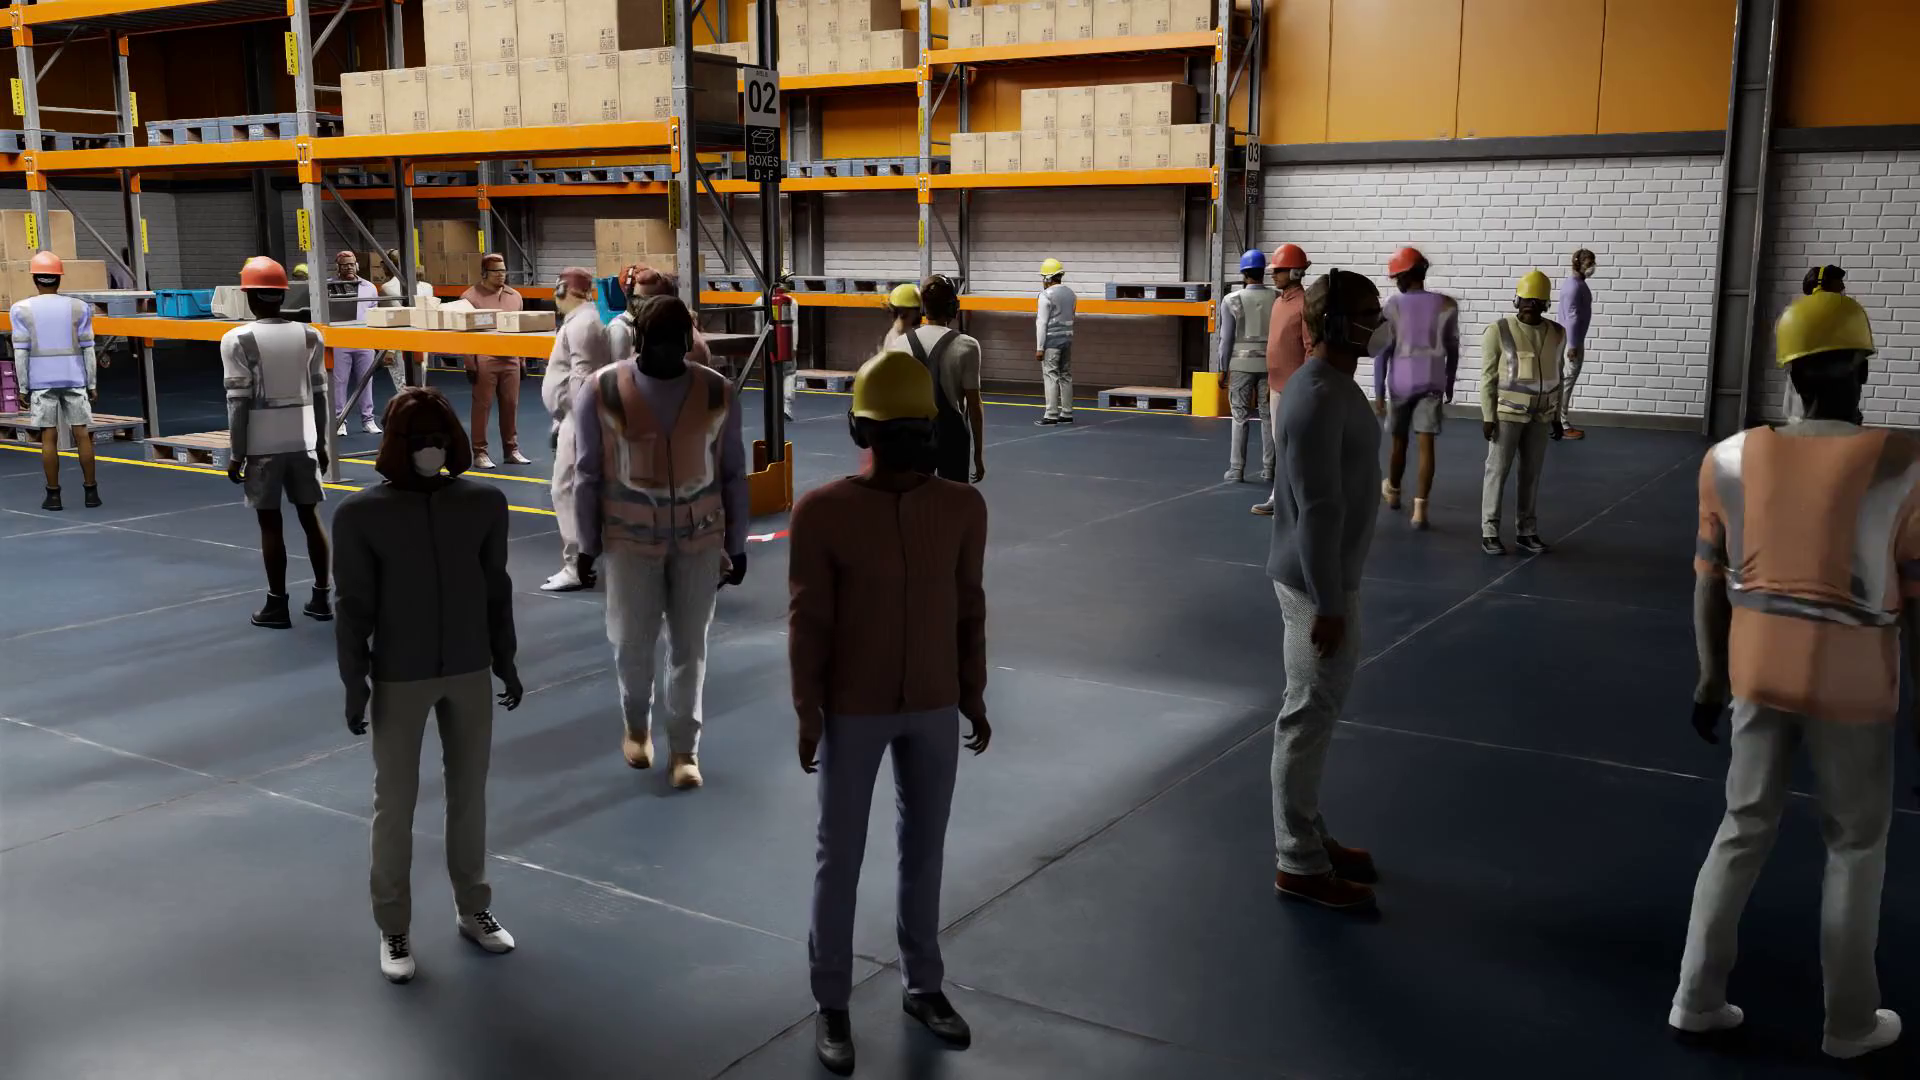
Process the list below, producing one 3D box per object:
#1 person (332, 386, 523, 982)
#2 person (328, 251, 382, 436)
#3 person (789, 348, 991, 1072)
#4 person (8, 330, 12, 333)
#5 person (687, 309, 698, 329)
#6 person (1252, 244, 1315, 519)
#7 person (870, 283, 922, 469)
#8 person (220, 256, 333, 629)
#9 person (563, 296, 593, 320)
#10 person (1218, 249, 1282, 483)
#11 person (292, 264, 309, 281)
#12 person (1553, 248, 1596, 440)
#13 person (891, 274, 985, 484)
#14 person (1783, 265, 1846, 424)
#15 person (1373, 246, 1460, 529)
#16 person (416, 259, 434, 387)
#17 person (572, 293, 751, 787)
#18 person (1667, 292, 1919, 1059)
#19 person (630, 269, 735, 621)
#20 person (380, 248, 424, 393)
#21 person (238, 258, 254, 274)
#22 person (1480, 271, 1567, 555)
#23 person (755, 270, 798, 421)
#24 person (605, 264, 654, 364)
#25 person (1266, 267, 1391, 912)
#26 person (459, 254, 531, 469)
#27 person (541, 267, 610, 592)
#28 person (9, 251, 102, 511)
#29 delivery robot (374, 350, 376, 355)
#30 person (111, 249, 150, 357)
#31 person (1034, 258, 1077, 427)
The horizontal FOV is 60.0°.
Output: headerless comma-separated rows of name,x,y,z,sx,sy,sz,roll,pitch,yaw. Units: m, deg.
person,-1.463,0.387,4.616,0.507,1.631,0.266,-8,13,-38
person,-6.325,-2.039,17.301,0.641,1.908,0.407,-8,13,-38
person,-0.159,0.415,4.093,0.527,1.767,0.331,-5,11,-24
person,-14.886,-3.657,26.565,0.907,1.804,0.613,2,10,10
person,-1.734,-0.632,10.305,0.397,1.618,0.514,1,10,5
person,2.368,-1.130,12.018,0.396,1.992,0.622,-3,11,-15
person,-0.312,-0.854,11.239,0.882,1.726,0.547,0,10,-3
person,-3.583,-0.506,8.718,0.376,1.935,0.550,9,14,41
person,-5.096,-2.781,22.128,0.890,1.638,0.540,9,14,41
person,2.452,-1.446,13.907,0.602,1.946,0.393,-1,10,-7
person,-8.185,-2.550,20.672,0.861,1.712,0.596,9,13,40
person,6.276,-2.001,17.011,0.369,1.935,0.630,4,11,23
person,-0.116,-0.478,8.817,0.517,1.844,0.329,4,11,19
person,5.259,-0.751,10.269,0.329,1.872,0.510,5,11,26
person,3.264,-1.114,11.990,0.643,1.961,1.076,1,10,5
person,-6.184,-2.318,19.038,0.433,1.848,0.545,6,12,30
person,-1.091,0.009,6.158,0.653,1.830,0.434,-4,11,-20
person,2.107,0.359,4.087,0.547,1.896,0.646,-9,13,-39
person,-1.466,-0.512,8.937,0.620,1.876,0.667,-7,12,-34
person,-5.596,-1.939,16.657,0.376,1.940,0.627,1,10,6
person,-7.461,-2.077,17.716,0.404,1.833,0.590,-10,14,-43
person,3.643,-0.816,10.745,0.590,1.827,0.404,-2,10,-11
person,-2.020,-2.150,18.404,0.494,1.730,0.345,1,10,4
person,-1.911,-0.691,9.897,0.361,1.882,0.575,1,10,7
person,1.131,0.146,5.107,0.372,1.940,0.630,3,11,14
person,-4.133,-1.587,14.838,0.395,1.899,0.637,9,13,40
person,-2.261,-0.651,9.757,0.441,1.859,0.713,-3,11,-15
person,-6.787,-1.187,12.493,0.547,1.937,0.379,-7,12,-33
delivery robot,-9.365,-2.942,25.787,0.707,0.478,0.477,7,12,35
person,-14.454,-4.131,28.996,0.614,1.862,0.987,-5,12,-28
person,1.027,-2.147,18.148,0.405,1.823,0.591,8,13,39
